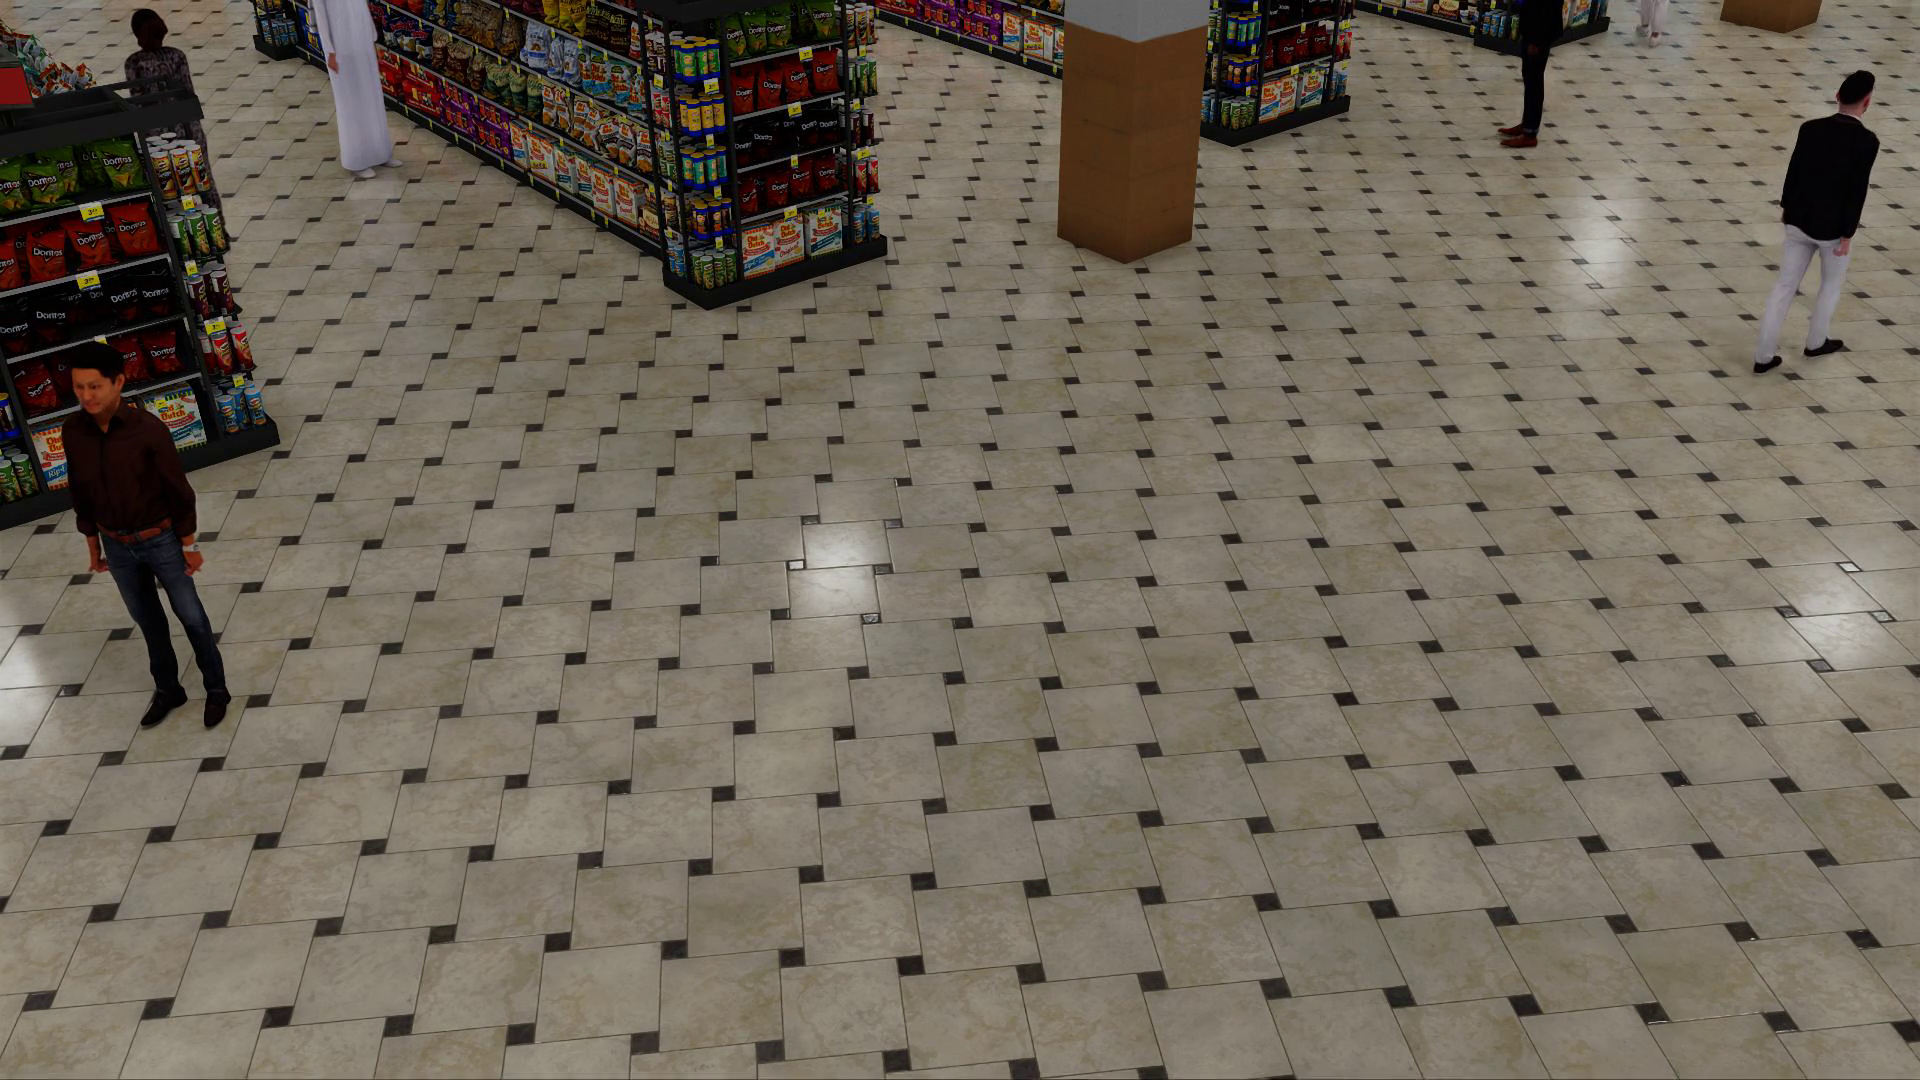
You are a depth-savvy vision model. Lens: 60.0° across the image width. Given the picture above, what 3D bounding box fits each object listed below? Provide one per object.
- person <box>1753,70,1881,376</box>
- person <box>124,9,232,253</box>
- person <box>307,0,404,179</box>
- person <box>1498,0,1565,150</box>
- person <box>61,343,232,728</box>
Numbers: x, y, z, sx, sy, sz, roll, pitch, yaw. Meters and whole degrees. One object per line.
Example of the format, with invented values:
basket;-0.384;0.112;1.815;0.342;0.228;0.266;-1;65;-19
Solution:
person;5.002;-1.820;9.822;0.810;1.819;0.900;-20;37;-29
person;-5.433;-2.805;11.505;0.584;1.713;0.579;-20;37;-29
person;-4.757;-3.827;12.945;0.777;1.927;0.775;15;35;23
person;4.713;-4.117;13.513;0.809;1.819;0.788;7;33;12
person;-3.402;-0.008;6.945;0.709;1.782;0.753;1;32;1
